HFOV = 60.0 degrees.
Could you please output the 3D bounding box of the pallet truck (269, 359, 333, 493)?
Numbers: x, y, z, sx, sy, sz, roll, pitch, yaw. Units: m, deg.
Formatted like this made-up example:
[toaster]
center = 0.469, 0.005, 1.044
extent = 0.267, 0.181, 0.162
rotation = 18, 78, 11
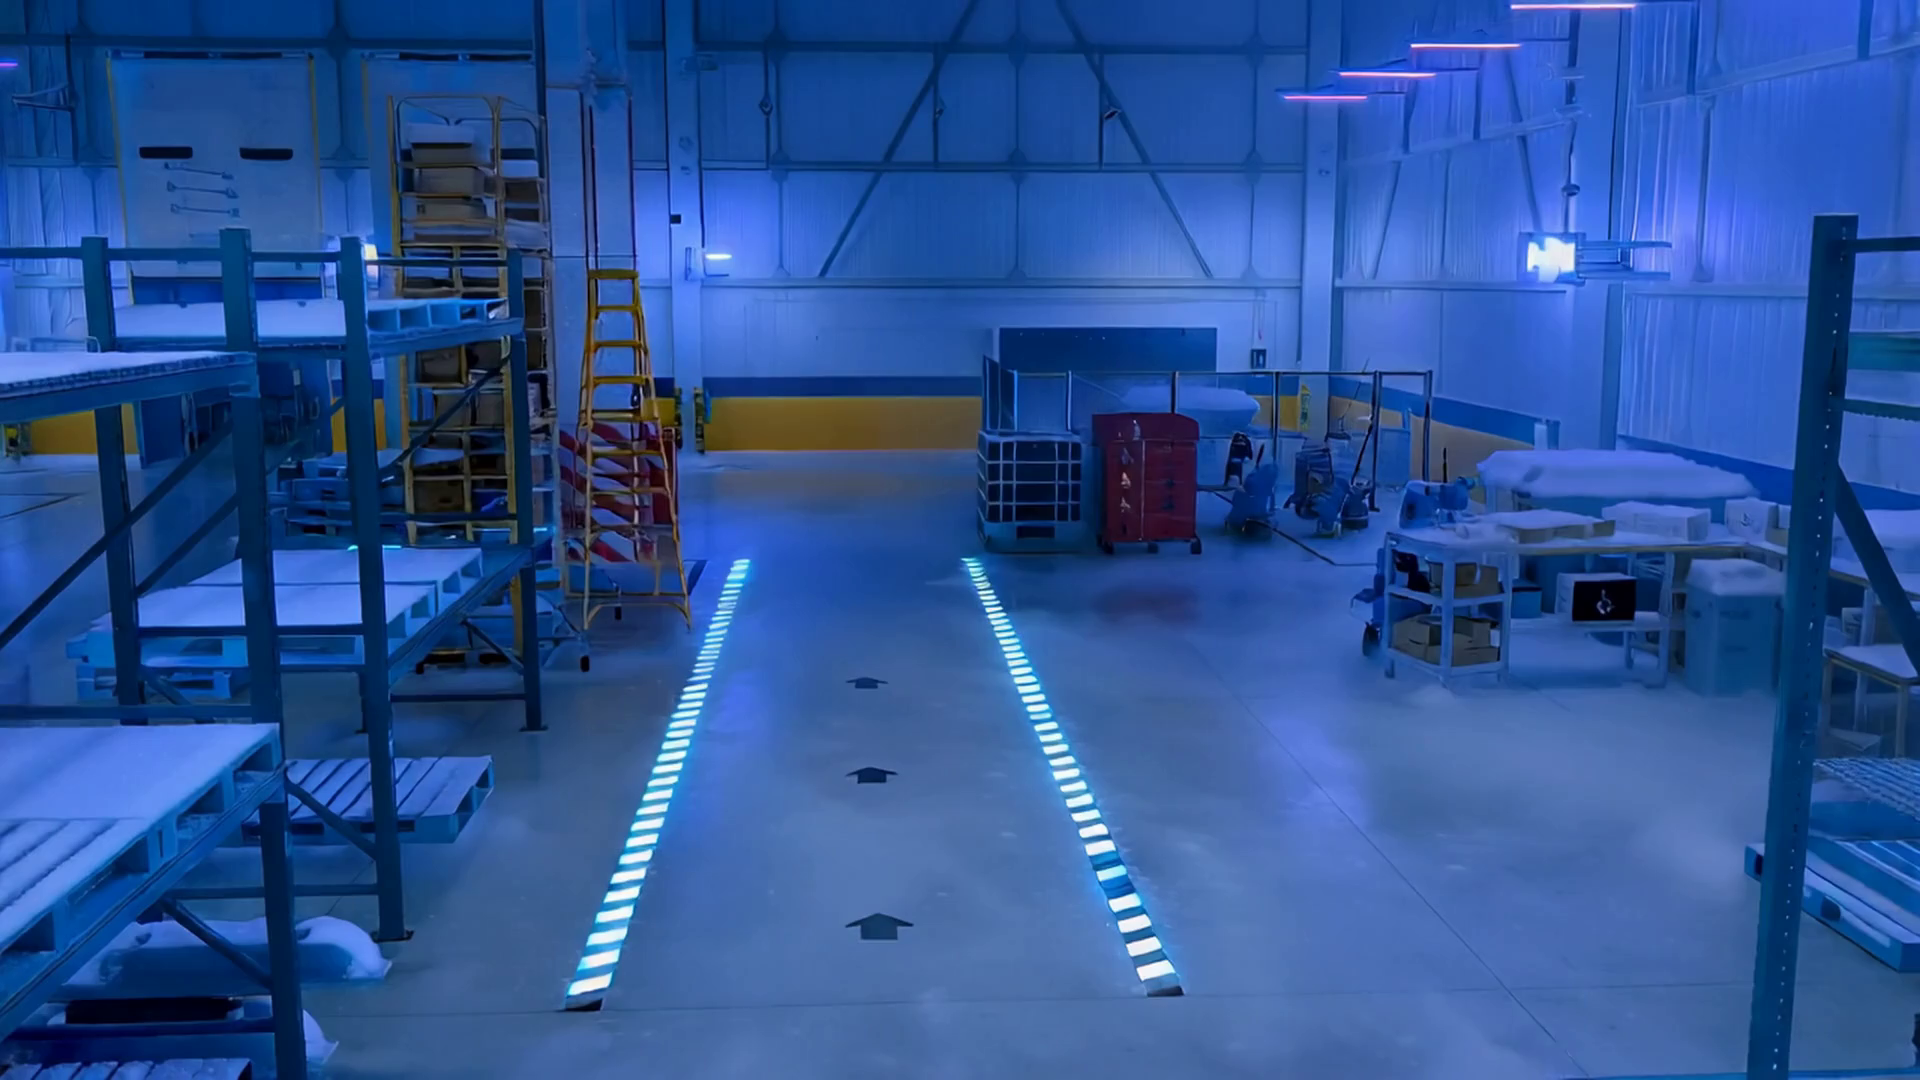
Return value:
[pallet truck]
center = -7.062, -1.131, 18.996
extent = 1.885, 1.965, 0.823
rotation = 2, 9, 13
